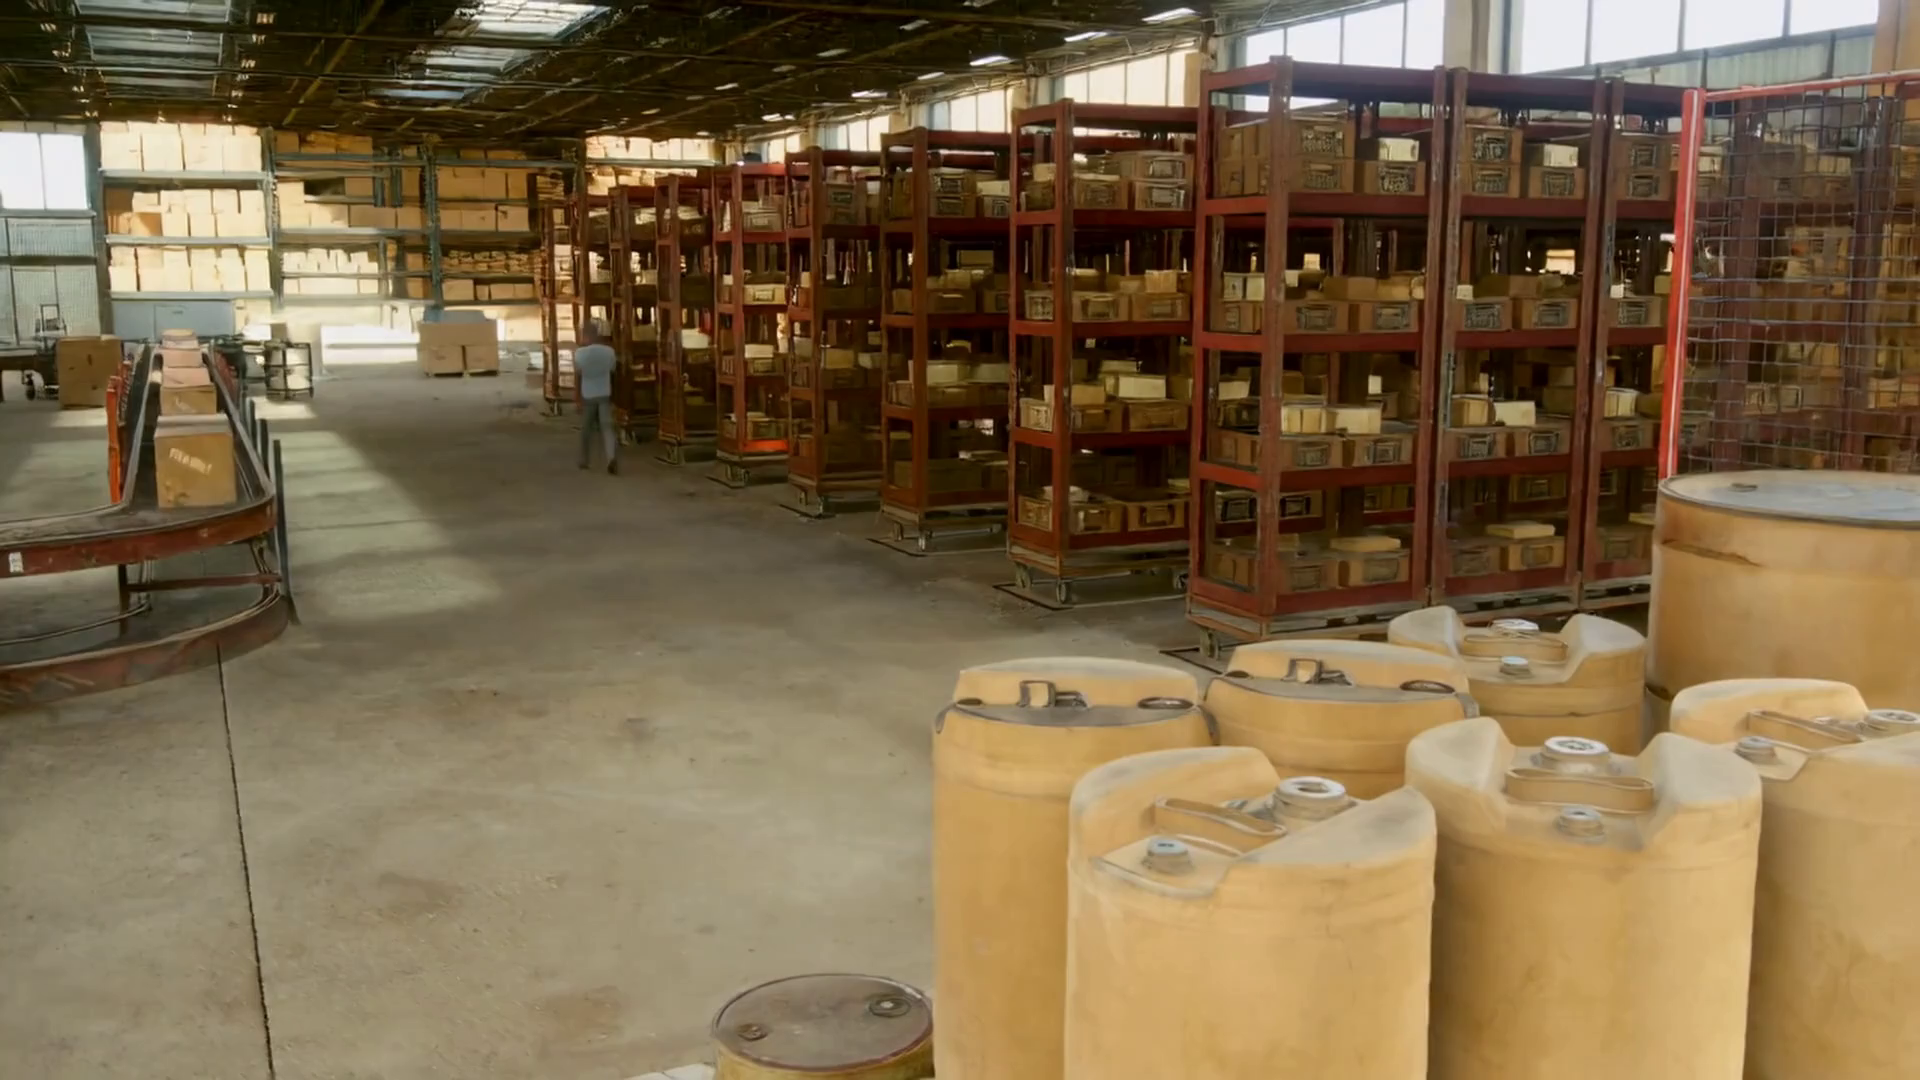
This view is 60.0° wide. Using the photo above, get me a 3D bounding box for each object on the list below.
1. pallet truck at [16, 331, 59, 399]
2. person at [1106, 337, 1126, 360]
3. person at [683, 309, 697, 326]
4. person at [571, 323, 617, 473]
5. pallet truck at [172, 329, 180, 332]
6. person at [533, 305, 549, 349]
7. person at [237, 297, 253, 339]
[{"bbox_3d":[-17.082,-3.353,31.781,1.630,1.274,0.653,-4,10,-25],"label":"pallet truck"},{"bbox_3d":[1.874,-1.661,19.813,0.949,1.783,0.604,-4,10,-24],"label":"person"},{"bbox_3d":[-6.949,-5.506,42.982,0.609,1.996,0.379,-1,9,-6],"label":"person"},{"bbox_3d":[-4.386,-1.708,20.043,0.574,1.803,0.967,-5,10,-27],"label":"person"},{"bbox_3d":[-17.275,-3.851,35.096,1.601,1.201,0.680,0,9,1],"label":"pallet truck"},{"bbox_3d":[-12.622,-6.646,50.205,0.603,1.949,0.389,2,9,13],"label":"person"},{"bbox_3d":[-18.302,-5.321,42.552,0.329,1.765,0.533,3,10,16],"label":"person"}]
